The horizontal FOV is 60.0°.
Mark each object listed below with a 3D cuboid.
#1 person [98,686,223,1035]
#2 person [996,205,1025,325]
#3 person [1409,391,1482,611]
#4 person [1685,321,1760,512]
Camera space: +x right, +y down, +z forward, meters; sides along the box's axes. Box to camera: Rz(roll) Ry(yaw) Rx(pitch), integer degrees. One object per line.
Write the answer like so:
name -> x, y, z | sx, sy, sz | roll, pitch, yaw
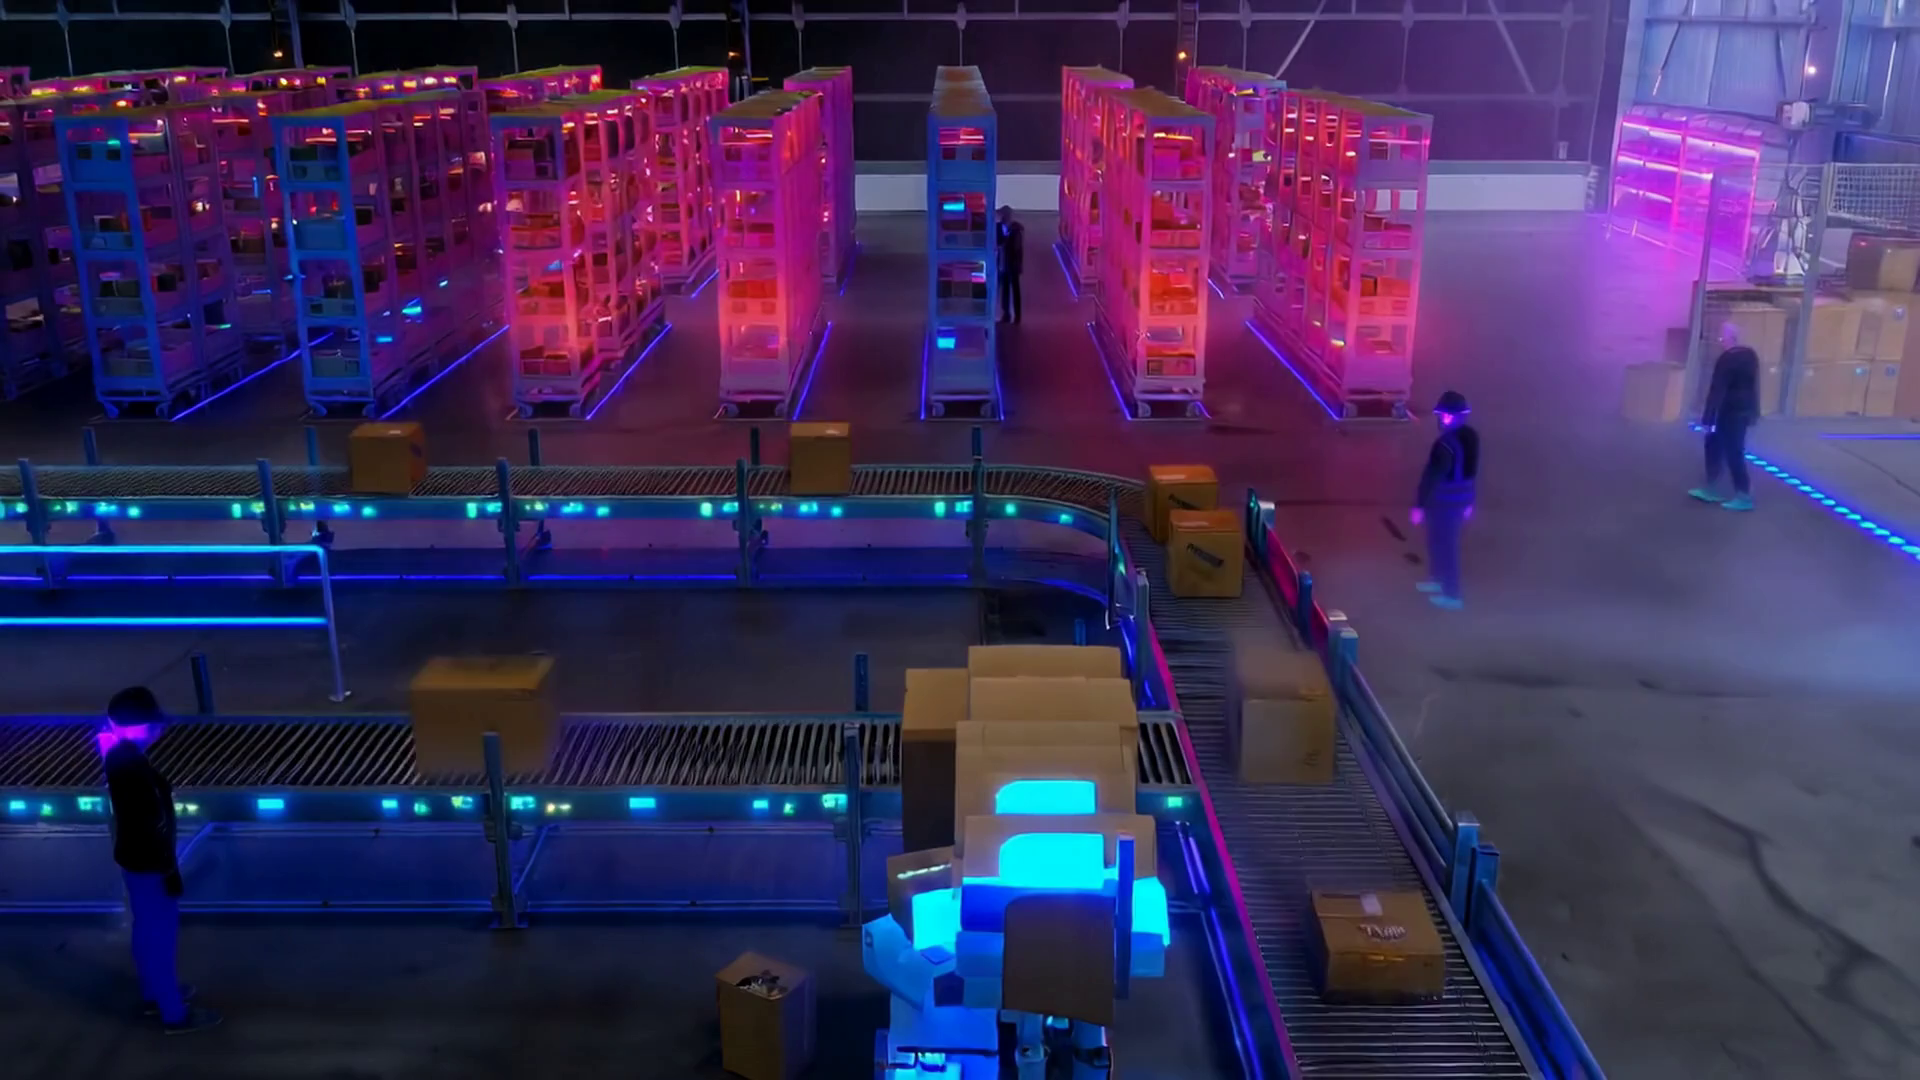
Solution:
person -> -3.893, 1.542, 8.033 | 0.311, 1.768, 0.524 | -16, 24, -41
person -> 0.760, -4.282, 25.869 | 0.571, 1.832, 0.398 | 14, 22, 36
person -> 3.965, -0.334, 13.744 | 0.641, 1.810, 0.605 | 14, 23, 37
person -> 7.561, -1.223, 16.398 | 0.836, 1.863, 0.665 | 16, 24, 41
